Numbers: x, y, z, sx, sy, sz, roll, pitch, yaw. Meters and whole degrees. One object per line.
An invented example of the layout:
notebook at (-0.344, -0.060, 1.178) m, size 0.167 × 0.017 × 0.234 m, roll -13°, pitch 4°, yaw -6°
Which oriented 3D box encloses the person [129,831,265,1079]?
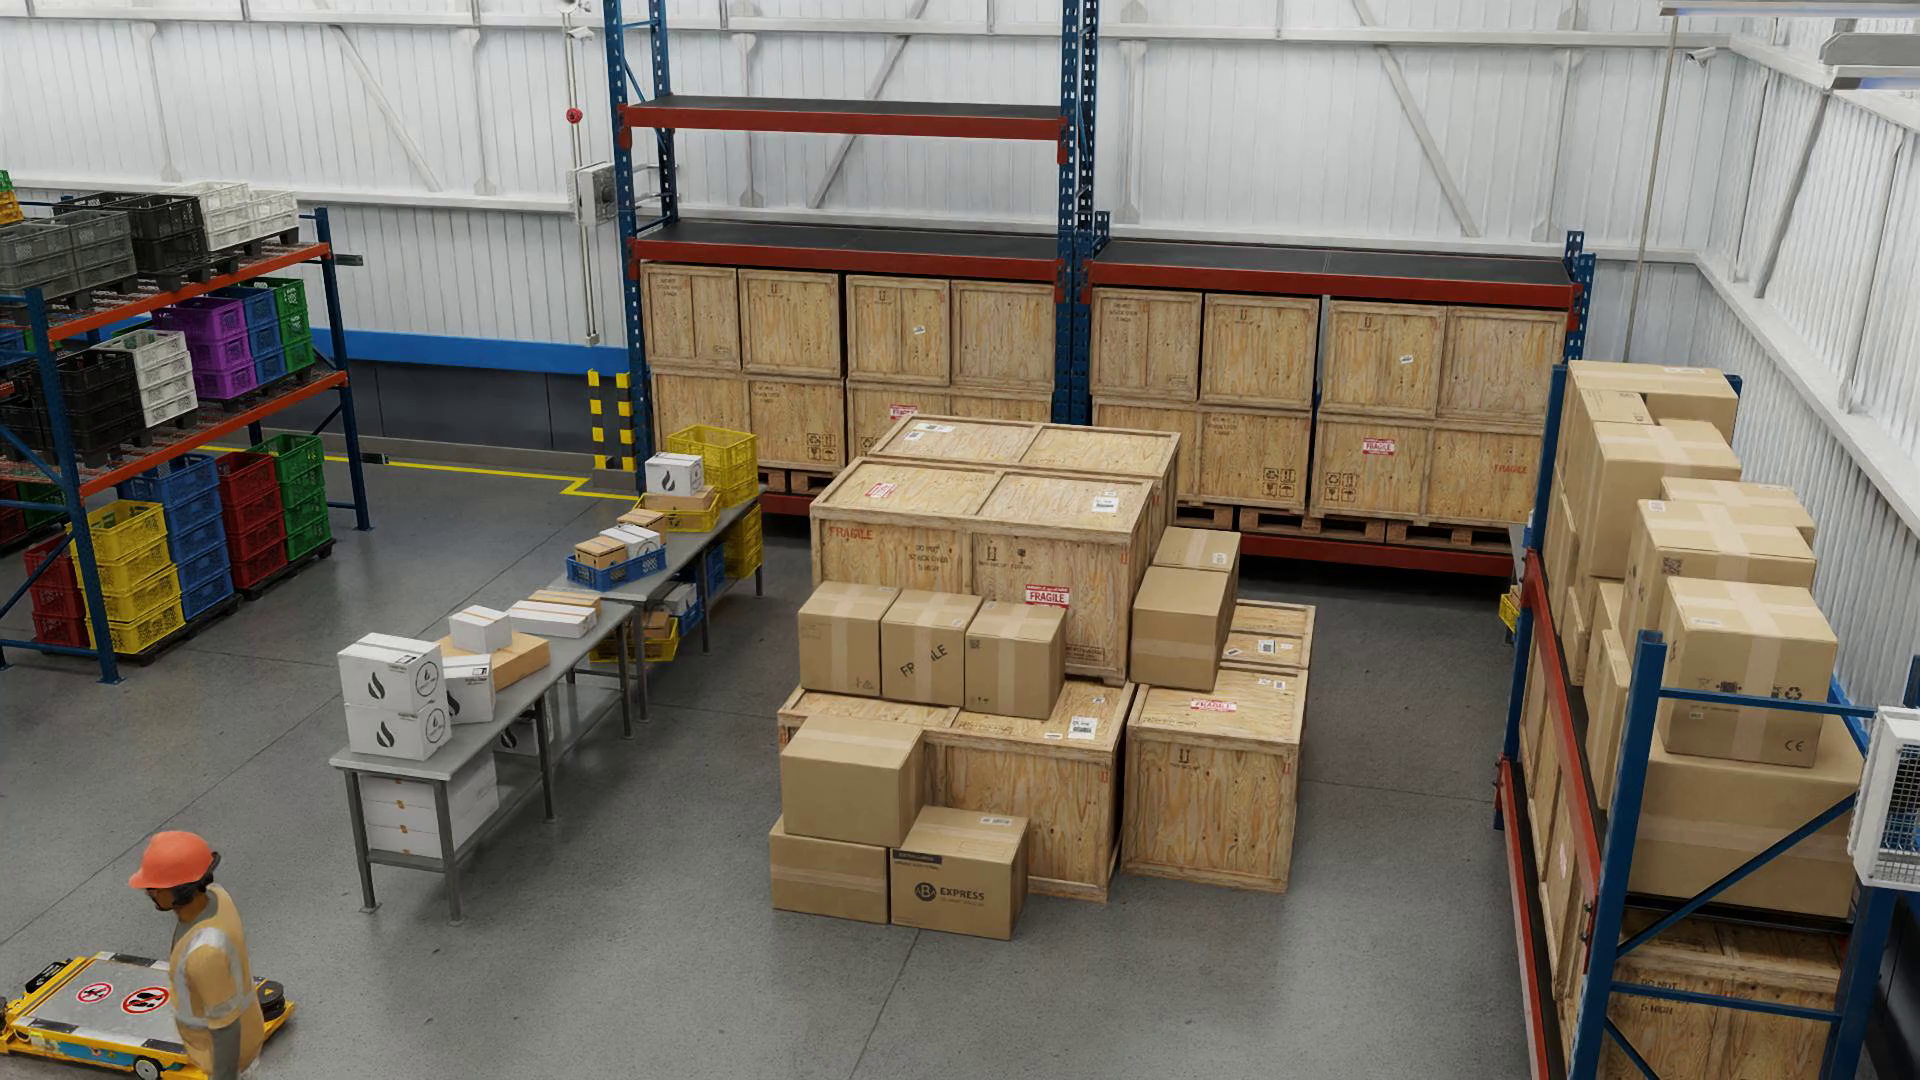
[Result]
person at (-3.133, 2.126, 7.003) m, size 0.392 × 2.044 × 0.607 m, roll -9°, pitch 23°, yaw -22°

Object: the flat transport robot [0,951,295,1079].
flat transport robot at (-4.270, 2.464, 8.601) m, size 1.431 × 0.231 × 0.659 m, roll 5°, pitch 22°, yaw 13°
